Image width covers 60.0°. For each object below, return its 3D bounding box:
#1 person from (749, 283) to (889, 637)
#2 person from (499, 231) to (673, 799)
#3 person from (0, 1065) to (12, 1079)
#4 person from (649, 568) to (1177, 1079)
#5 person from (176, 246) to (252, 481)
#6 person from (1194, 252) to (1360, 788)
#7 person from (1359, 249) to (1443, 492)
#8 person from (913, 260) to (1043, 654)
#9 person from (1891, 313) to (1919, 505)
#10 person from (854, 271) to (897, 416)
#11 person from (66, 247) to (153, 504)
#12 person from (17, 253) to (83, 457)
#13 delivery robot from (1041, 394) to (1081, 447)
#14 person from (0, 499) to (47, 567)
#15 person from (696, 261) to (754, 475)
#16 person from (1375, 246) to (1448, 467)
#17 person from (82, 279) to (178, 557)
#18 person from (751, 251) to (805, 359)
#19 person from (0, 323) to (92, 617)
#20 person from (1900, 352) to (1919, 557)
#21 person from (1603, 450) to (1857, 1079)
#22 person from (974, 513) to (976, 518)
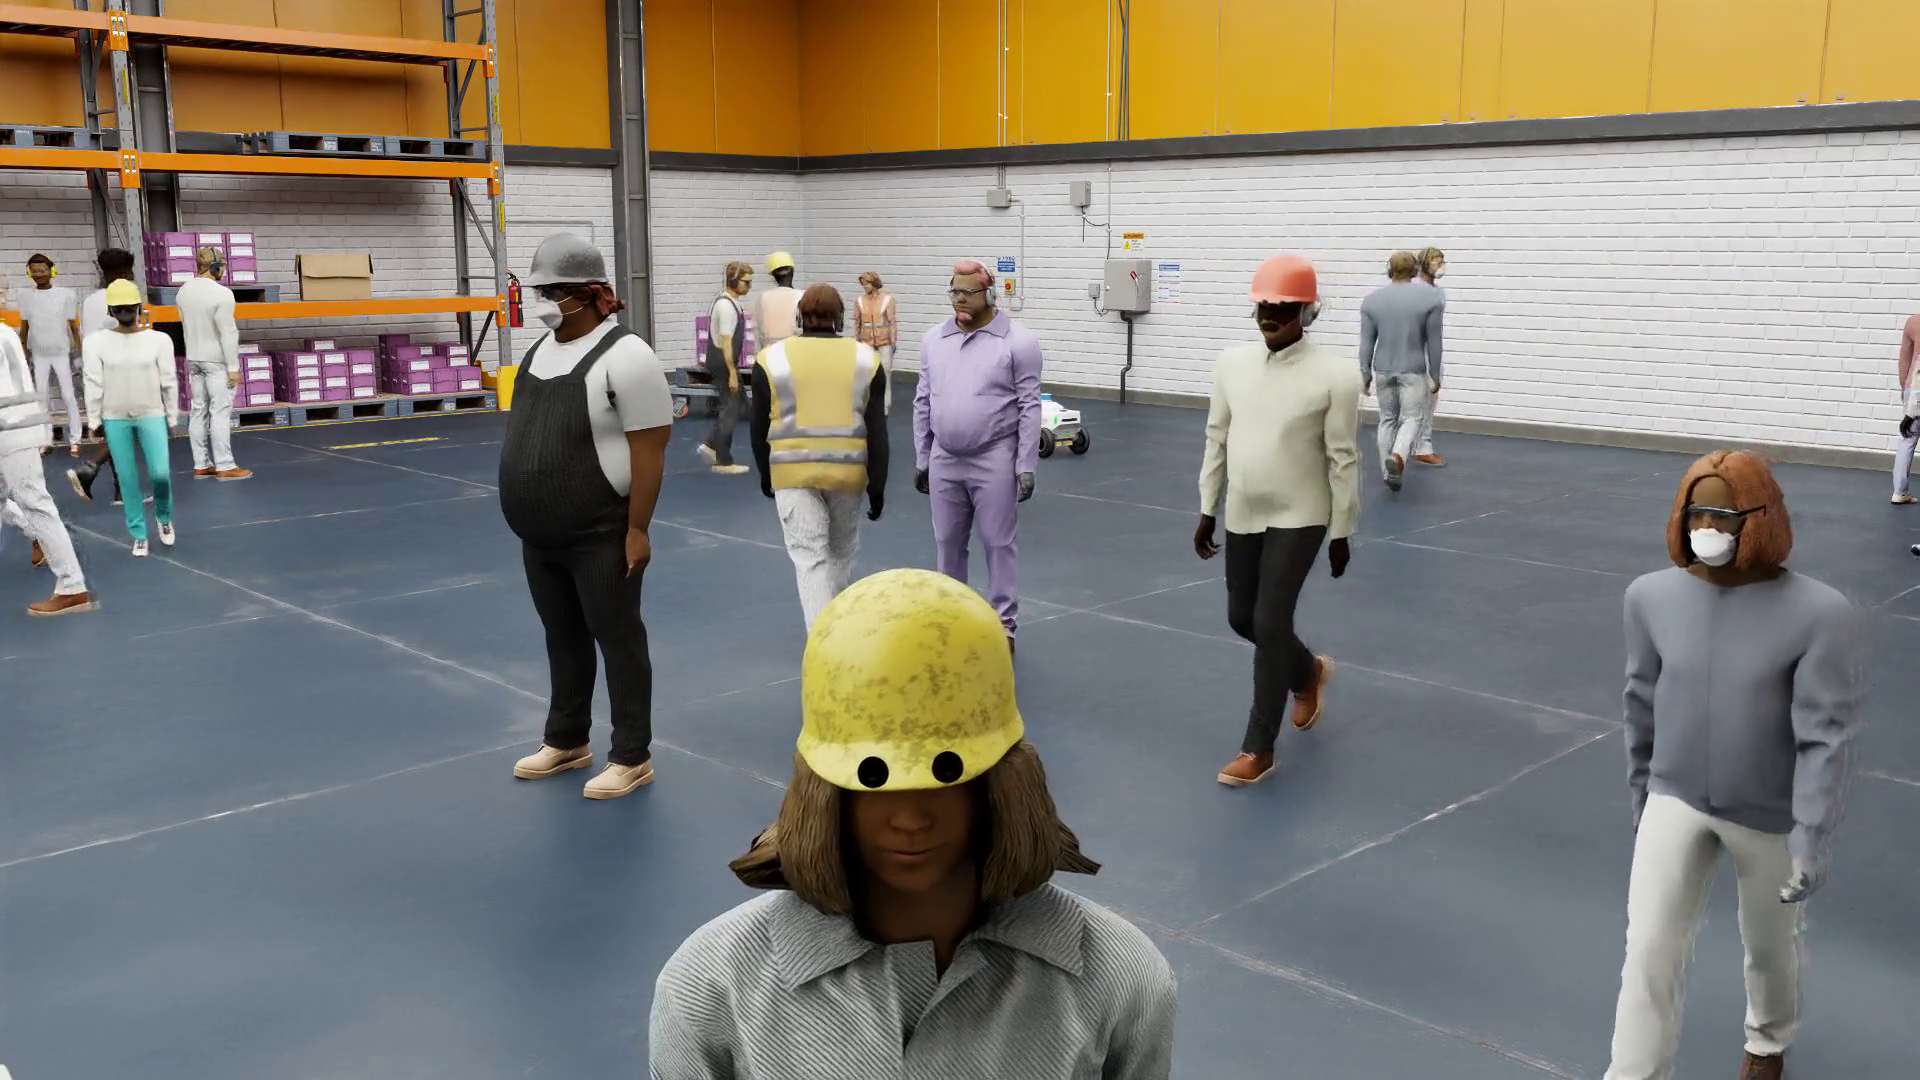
[{"bbox_3d":[-0.672,-0.285,7.752,0.615,1.792,0.908,-3,11,-15],"label":"person"},{"bbox_3d":[-1.398,-0.087,6.016,0.689,2.000,0.539,8,13,37],"label":"person"},{"bbox_3d":[-1.057,0.876,1.417,0.587,1.803,0.777,7,12,32],"label":"person"},{"bbox_3d":[-0.039,0.882,1.550,0.487,1.744,0.296,-1,10,-7],"label":"person"},{"bbox_3d":[-6.173,-1.447,13.739,0.626,1.934,0.360,5,12,27],"label":"person"},{"bbox_3d":[1.237,-0.105,6.319,0.615,1.966,0.844,10,14,44],"label":"person"},{"bbox_3d":[3.425,-1.309,13.020,0.637,1.921,0.715,5,12,27],"label":"person"},{"bbox_3d":[0.058,-0.370,7.933,0.654,1.904,0.406,5,12,26],"label":"person"},{"bbox_3d":[7.223,-1.110,12.348,0.316,1.767,0.535,-3,11,-17],"label":"person"},{"bbox_3d":[-0.937,-2.187,18.577,0.543,1.618,0.451,2,11,13],"label":"person"},{"bbox_3d":[-6.346,-1.188,12.305,0.616,1.941,0.671,6,12,30],"label":"person"},{"bbox_3d":[-8.306,-1.676,15.198,0.516,1.856,0.319,-2,11,-12],"label":"person"},{"bbox_3d":[0.795,-1.114,15.419,0.477,0.478,0.707,-7,13,-34],"label":"delivery robot"},{"bbox_3d":[-5.801,-0.671,9.691,0.818,1.863,0.620,-9,14,-42],"label":"person"},{"bbox_3d":[-1.939,-1.429,13.977,0.481,1.808,0.570,0,10,-1],"label":"person"},{"bbox_3d":[4.029,-1.602,14.582,0.536,1.928,0.646,9,14,41],"label":"person"},{"bbox_3d":[-5.209,-0.760,10.476,0.530,1.754,0.364,-4,11,-22],"label":"person"},{"bbox_3d":[-1.457,-1.436,13.787,0.591,1.894,0.555,3,11,15],"label":"person"},{"bbox_3d":[-5.122,-0.487,8.726,0.937,1.838,0.612,-5,11,-23],"label":"person"},{"bbox_3d":[6.257,-0.804,10.387,1.008,1.874,0.590,-7,12,-32],"label":"person"},{"bbox_3d":[1.667,0.585,3.629,0.501,1.584,0.900,9,14,40],"label":"person"},{"bbox_3d":[0.079,-0.965,11.939,0.551,1.615,0.608,9,14,40],"label":"person"}]
